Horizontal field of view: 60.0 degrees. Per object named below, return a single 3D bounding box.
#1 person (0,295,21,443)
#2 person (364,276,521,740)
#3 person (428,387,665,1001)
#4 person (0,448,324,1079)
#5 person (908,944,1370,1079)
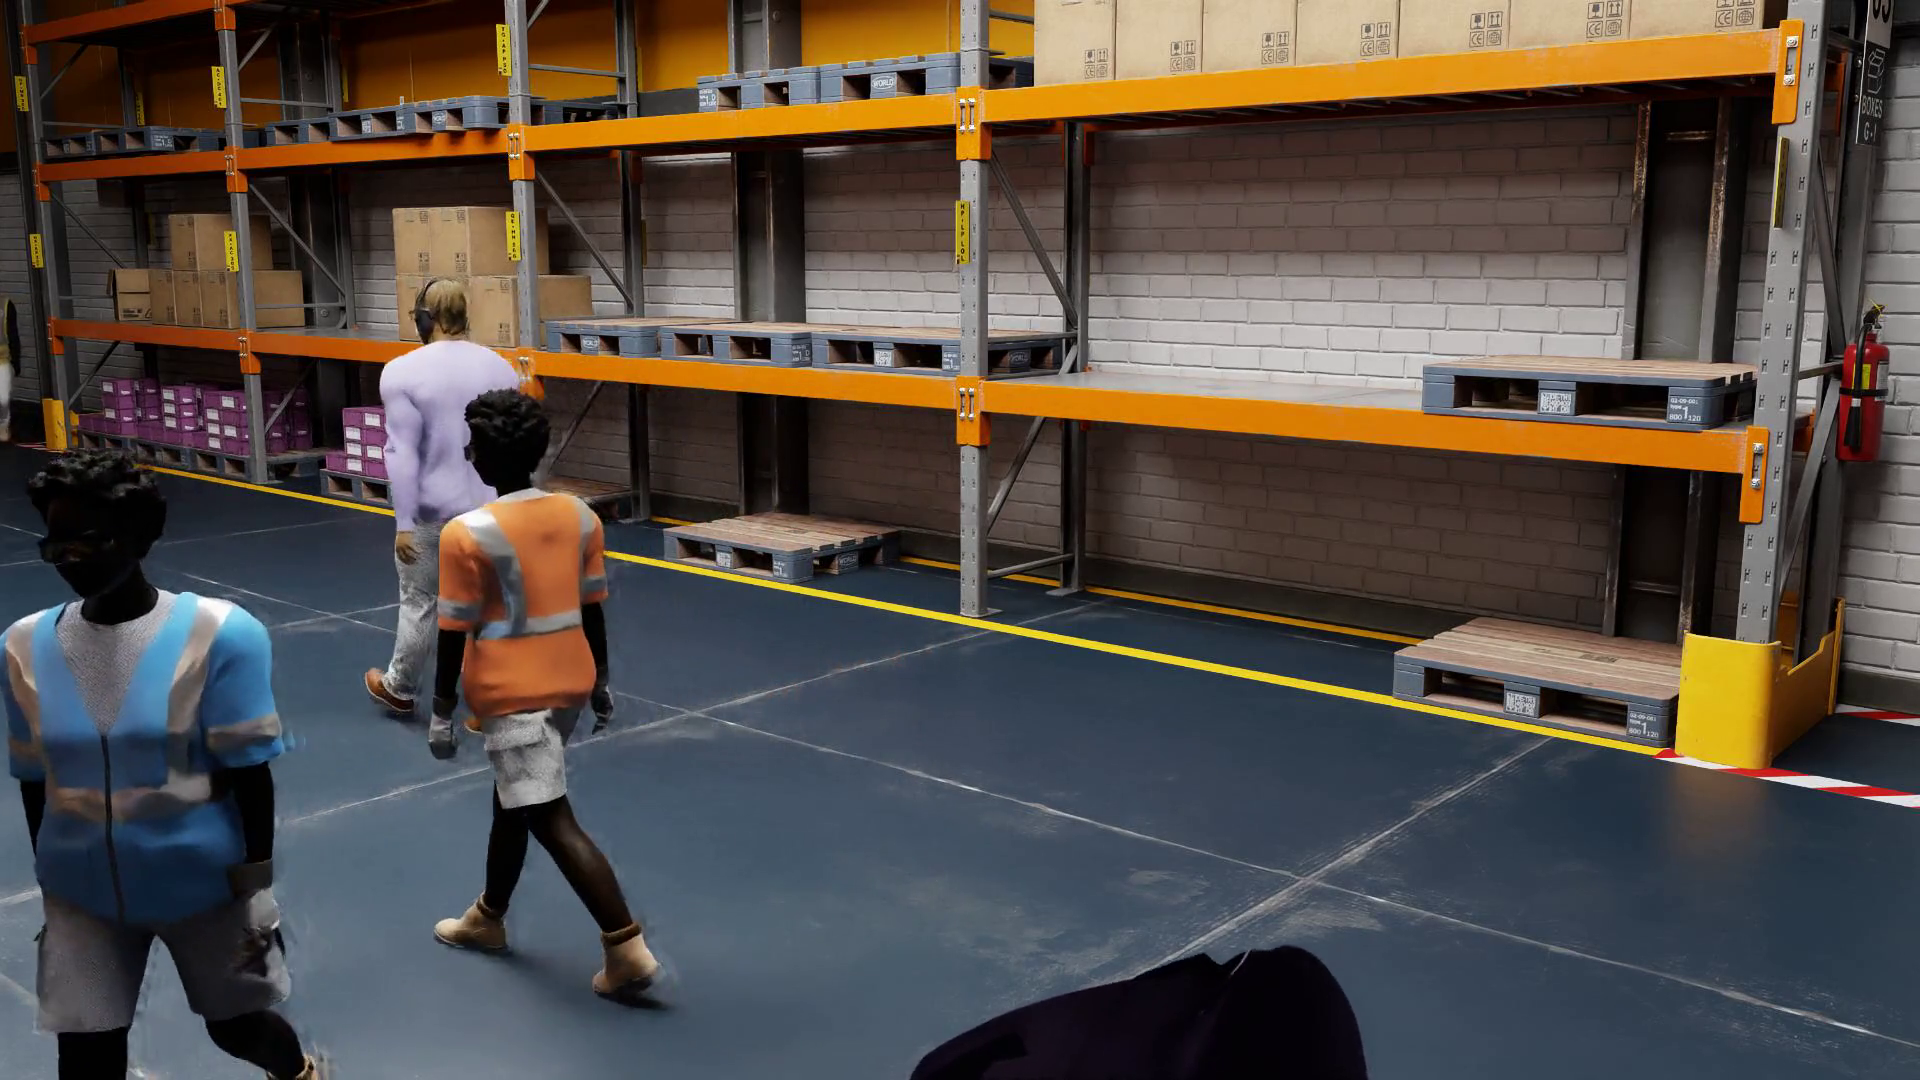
[{"bbox_3d":[-9.725,-1.789,16.581,0.647,1.822,0.530,-5,11,-27],"label":"person"},{"bbox_3d":[-2.158,-0.131,6.923,0.986,1.895,0.657,9,13,42],"label":"person"},{"bbox_3d":[-1.143,0.418,4.517,0.872,1.658,0.532,5,11,27],"label":"person"},{"bbox_3d":[-1.542,0.632,3.245,0.535,1.667,0.781,-1,10,-3],"label":"person"},{"bbox_3d":[-0.029,0.838,0.990,0.615,2.047,0.360,-5,11,-26],"label":"person"}]
